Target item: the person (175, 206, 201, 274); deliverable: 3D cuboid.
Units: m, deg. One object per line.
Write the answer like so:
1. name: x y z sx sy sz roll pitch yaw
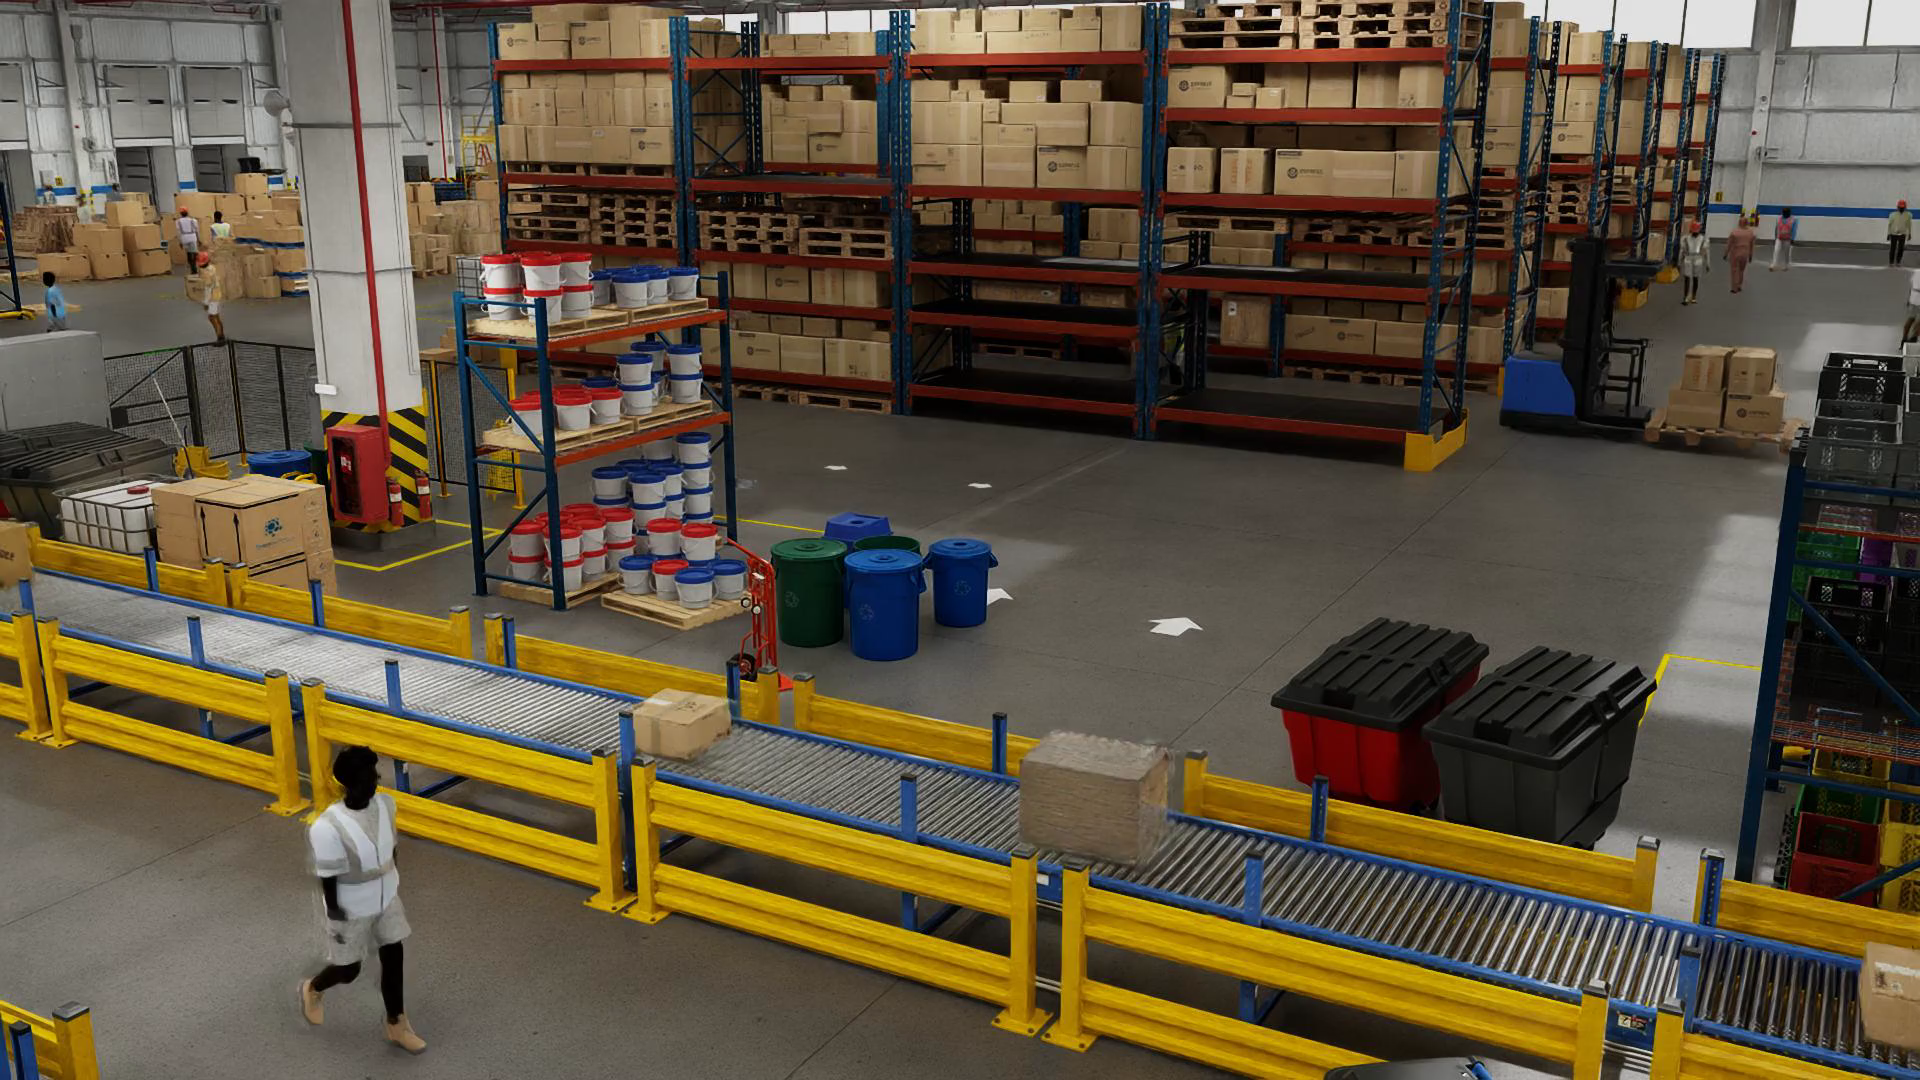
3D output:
1. person: -21.532 -8.356 46.422 0.597 1.895 0.809 -5 16 -19

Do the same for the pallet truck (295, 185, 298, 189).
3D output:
1. pallet truck: -26.804 -14.617 69.738 1.885 1.965 0.823 -14 20 -42

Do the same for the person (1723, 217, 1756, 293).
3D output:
1. person: 19.713 -7.214 42.139 0.647 1.883 0.659 1 15 5

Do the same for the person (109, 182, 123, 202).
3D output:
1. person: -30.243 -11.836 59.490 0.954 1.903 0.633 -2 15 -9

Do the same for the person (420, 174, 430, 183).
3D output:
1. person: -21.170 -13.570 66.025 0.360 1.882 0.575 8 17 27

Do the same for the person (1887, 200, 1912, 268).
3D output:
1. person: 27.193 -8.861 48.163 0.641 1.955 0.871 7 17 26

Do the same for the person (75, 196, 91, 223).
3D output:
1. person: -26.721 -9.578 50.971 0.630 1.916 0.879 9 17 29

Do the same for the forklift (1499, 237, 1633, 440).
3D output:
1. forklift: 9.066 -3.001 24.383 1.873 2.768 1.129 8 17 28

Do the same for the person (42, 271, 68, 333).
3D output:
1. person: -17.012 -4.249 31.392 0.800 1.663 0.535 -3 15 -10

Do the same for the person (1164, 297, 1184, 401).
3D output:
1. person: 3.474 -3.113 27.069 0.319 1.698 0.532 -3 15 -10

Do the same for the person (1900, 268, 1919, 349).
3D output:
1. person: 18.739 -4.662 32.483 0.521 1.908 0.685 -2 15 -8

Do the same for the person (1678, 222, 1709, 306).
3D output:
1. person: 17.469 -6.576 39.580 0.679 1.970 1.090 7 16 24

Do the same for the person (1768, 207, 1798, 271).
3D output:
1. person: 23.391 -8.525 47.217 0.922 1.793 0.639 -14 21 -43

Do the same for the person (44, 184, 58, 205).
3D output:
1. person: -34.456 -12.655 63.074 0.528 1.626 0.384 6 16 22

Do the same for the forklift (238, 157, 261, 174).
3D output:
1. forklift: -24.311 -11.728 57.189 1.873 2.768 1.129 1 15 3

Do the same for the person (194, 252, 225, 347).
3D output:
1. person: -14.852 -4.774 32.971 0.379 1.886 0.693 -4 15 -15

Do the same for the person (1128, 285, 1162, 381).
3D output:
1. person: 3.130 -3.586 28.513 0.553 1.873 0.658 4 16 16

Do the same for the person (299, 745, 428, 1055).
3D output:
1. person: -3.107 1.825 8.528 0.665 1.678 0.535 9 17 29

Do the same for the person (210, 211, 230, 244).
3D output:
1. person: -19.499 -7.715 43.947 0.392 1.919 0.592 6 16 22
